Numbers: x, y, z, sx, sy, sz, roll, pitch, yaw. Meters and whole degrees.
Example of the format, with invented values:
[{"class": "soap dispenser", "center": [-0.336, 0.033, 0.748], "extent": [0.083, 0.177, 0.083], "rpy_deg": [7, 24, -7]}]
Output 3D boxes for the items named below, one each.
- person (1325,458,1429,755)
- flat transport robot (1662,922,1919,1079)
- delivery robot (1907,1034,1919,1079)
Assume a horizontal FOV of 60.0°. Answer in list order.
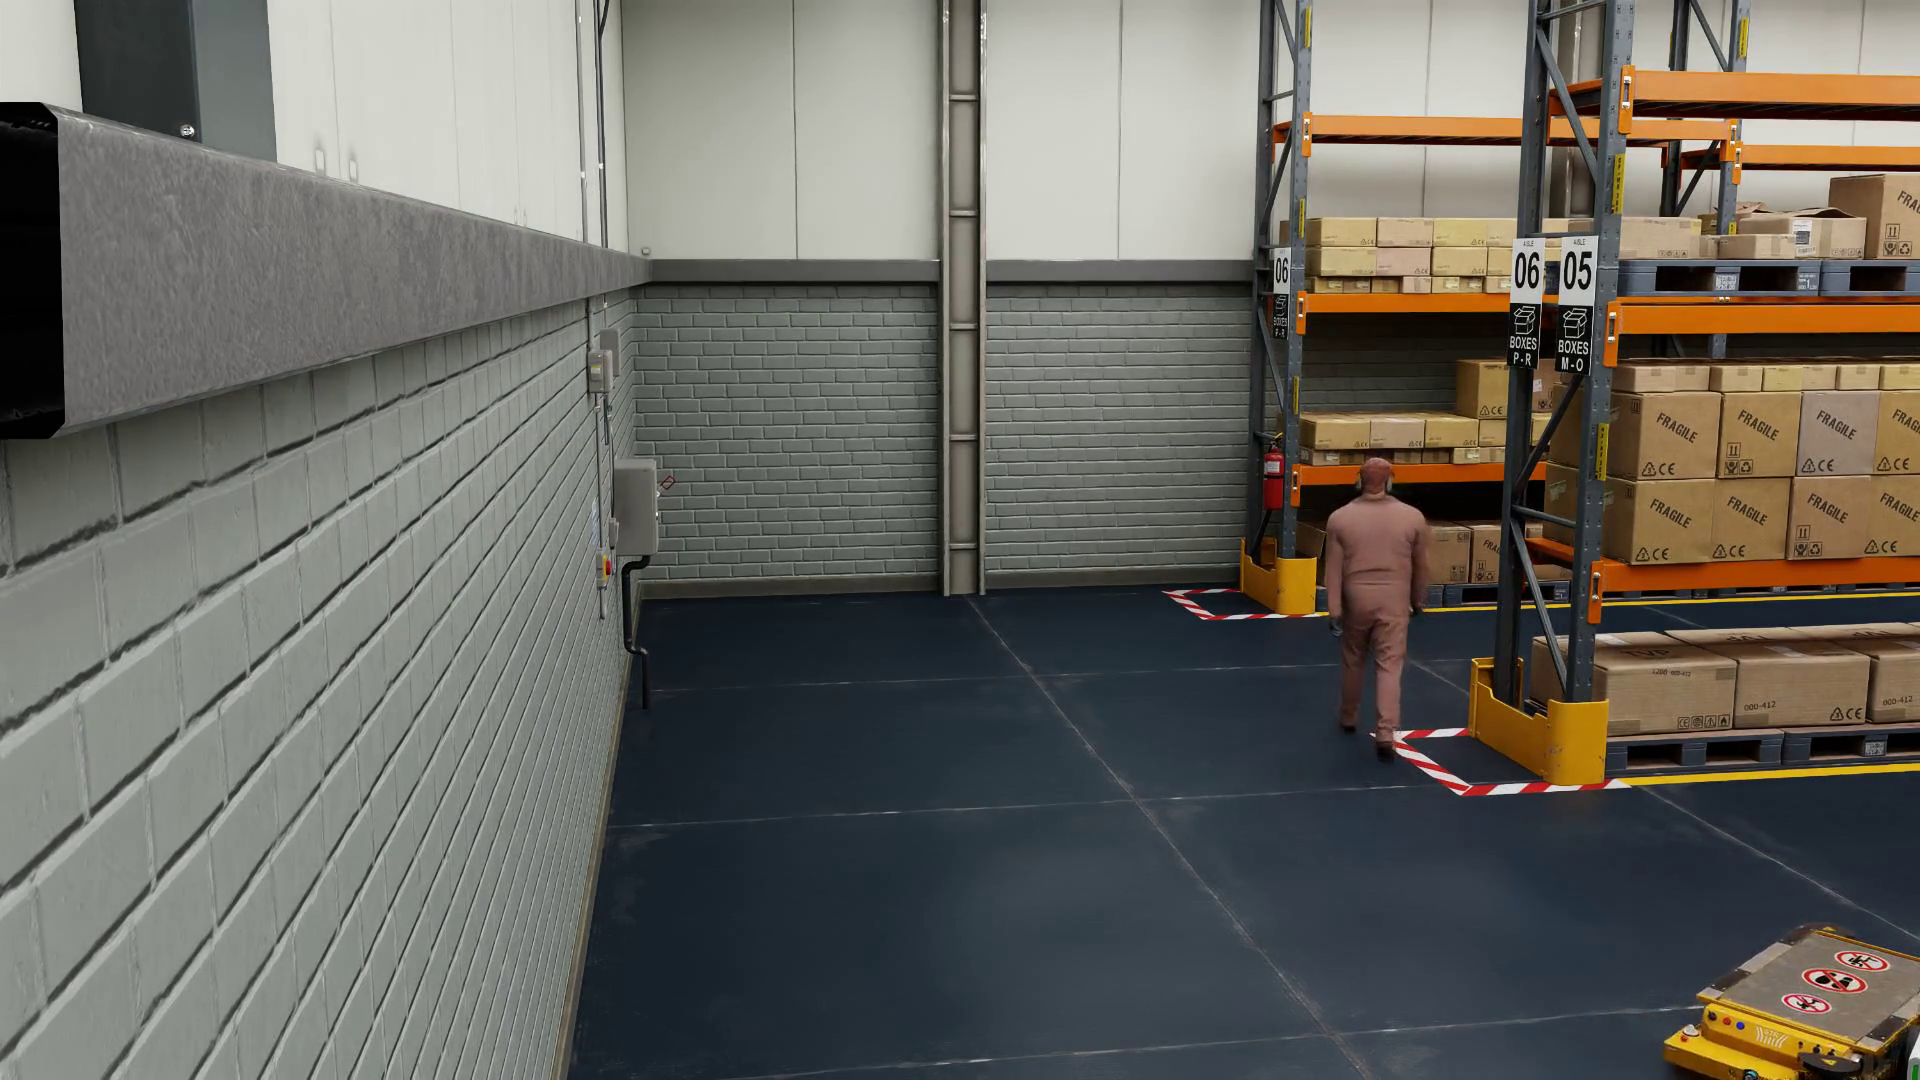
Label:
[{"class": "person", "center": [2.644, 0.409, 10.583], "extent": [0.642, 1.864, 0.951], "rpy_deg": [2, 9, 13]}, {"class": "flat transport robot", "center": [3.409, 1.848, 6.540], "extent": [1.431, 0.197, 0.652], "rpy_deg": [-8, 12, -42]}, {"class": "delivery robot", "center": [3.499, 1.792, 5.726], "extent": [0.477, 0.478, 0.707], "rpy_deg": [7, 12, 37]}]
